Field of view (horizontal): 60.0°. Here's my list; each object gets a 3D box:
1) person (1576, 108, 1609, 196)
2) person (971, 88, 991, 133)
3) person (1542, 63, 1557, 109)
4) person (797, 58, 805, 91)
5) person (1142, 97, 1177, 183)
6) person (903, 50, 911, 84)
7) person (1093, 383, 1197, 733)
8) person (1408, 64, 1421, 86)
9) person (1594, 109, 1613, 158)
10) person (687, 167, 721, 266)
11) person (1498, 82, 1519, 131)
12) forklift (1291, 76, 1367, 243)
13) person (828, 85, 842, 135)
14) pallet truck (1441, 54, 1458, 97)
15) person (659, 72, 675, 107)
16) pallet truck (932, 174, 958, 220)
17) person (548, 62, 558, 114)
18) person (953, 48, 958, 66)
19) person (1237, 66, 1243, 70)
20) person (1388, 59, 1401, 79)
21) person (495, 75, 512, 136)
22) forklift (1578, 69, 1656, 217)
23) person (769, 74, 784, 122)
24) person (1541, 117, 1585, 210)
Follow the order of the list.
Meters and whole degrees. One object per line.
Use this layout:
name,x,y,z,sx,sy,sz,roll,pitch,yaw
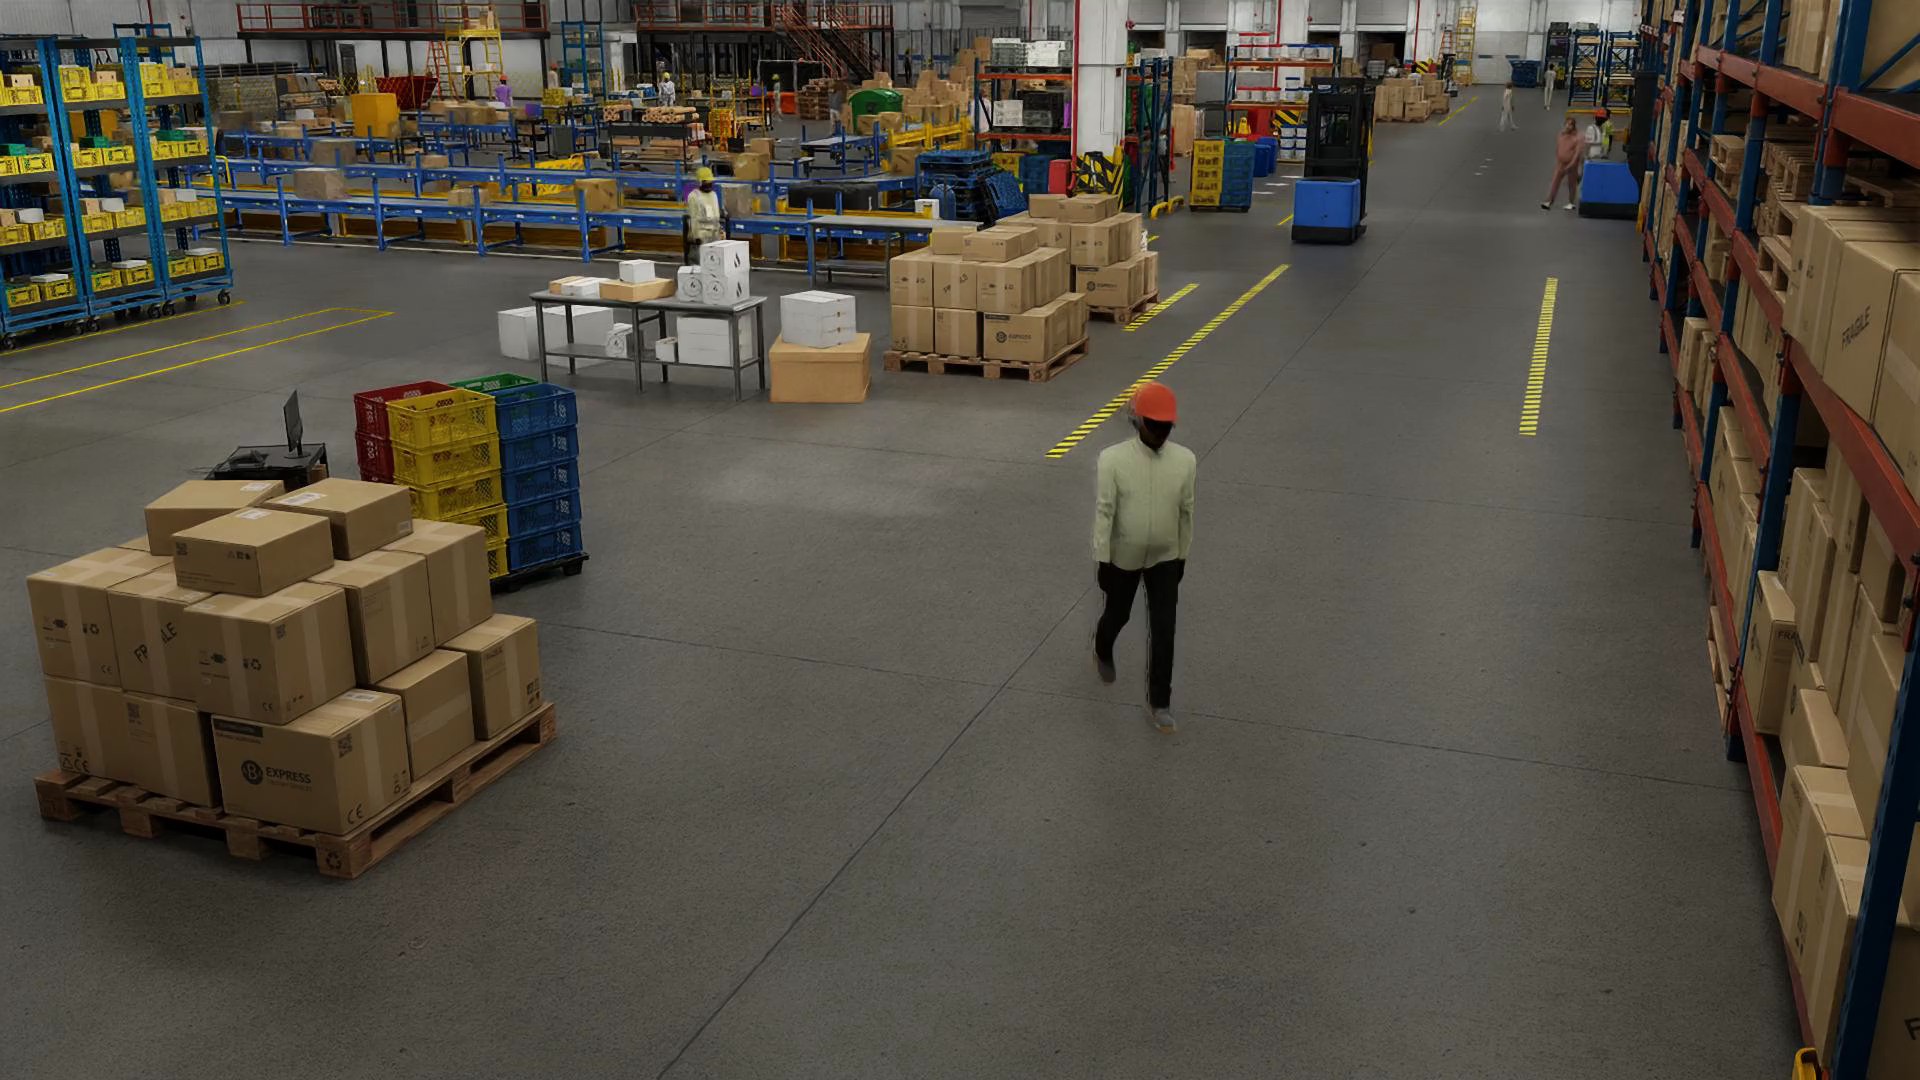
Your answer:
person,13.662,-8.352,35.962,0.554,1.918,0.605,-13,22,-35
person,0.608,-11.523,45.994,0.647,1.882,0.861,9,20,27
person,24.342,-18.725,68.664,0.553,1.849,0.521,6,19,20
person,-7.003,-20.344,73.601,0.349,1.940,0.551,-10,20,-30
person,4.696,-9.439,39.236,0.807,2.013,0.616,2,18,6
person,-2.885,-26.138,91.976,0.551,1.833,0.532,2,18,6
person,1.024,0.039,9.517,0.609,1.970,0.882,-3,18,-9
person,17.357,-17.214,63.730,0.609,1.963,0.369,-9,20,-26
person,15.277,-9.395,39.604,0.320,1.692,0.531,-16,24,-42
person,-3.593,-4.363,23.584,0.416,1.820,0.589,11,21,31
person,18.635,-14.658,56.271,0.806,1.599,0.542,-1,18,-2
forklift,6.598,-6.755,29.381,1.129,2.768,1.873,6,19,19
person,-4.086,-14.152,54.697,0.502,1.618,0.646,7,19,22
pallet truck,22.765,-21.886,78.355,0.823,1.965,1.885,-4,18,-14
person,-10.438,-15.742,59.344,0.598,1.826,0.403,-9,20,-27
pallet truck,-0.507,-5.292,27.348,0.653,1.274,1.630,6,19,19
person,-15.908,-17.696,65.200,0.402,1.990,0.622,-13,22,-36
person,-0.182,-28.569,99.693,0.954,1.793,0.646,4,18,12
person,12.662,-20.837,75.211,0.586,1.908,0.771,4,18,12
person,17.984,-18.823,68.663,0.768,2.000,0.755,7,19,21
person,-14.817,-14.151,54.152,0.548,1.934,0.374,3,18,9
forklift,13.219,-7.740,32.475,1.873,2.768,1.129,6,19,18
person,-6.793,-16.269,61.196,0.555,1.698,0.577,-2,18,-6
person,12.305,-7.628,33.785,0.983,1.853,0.636,-15,23,-39
